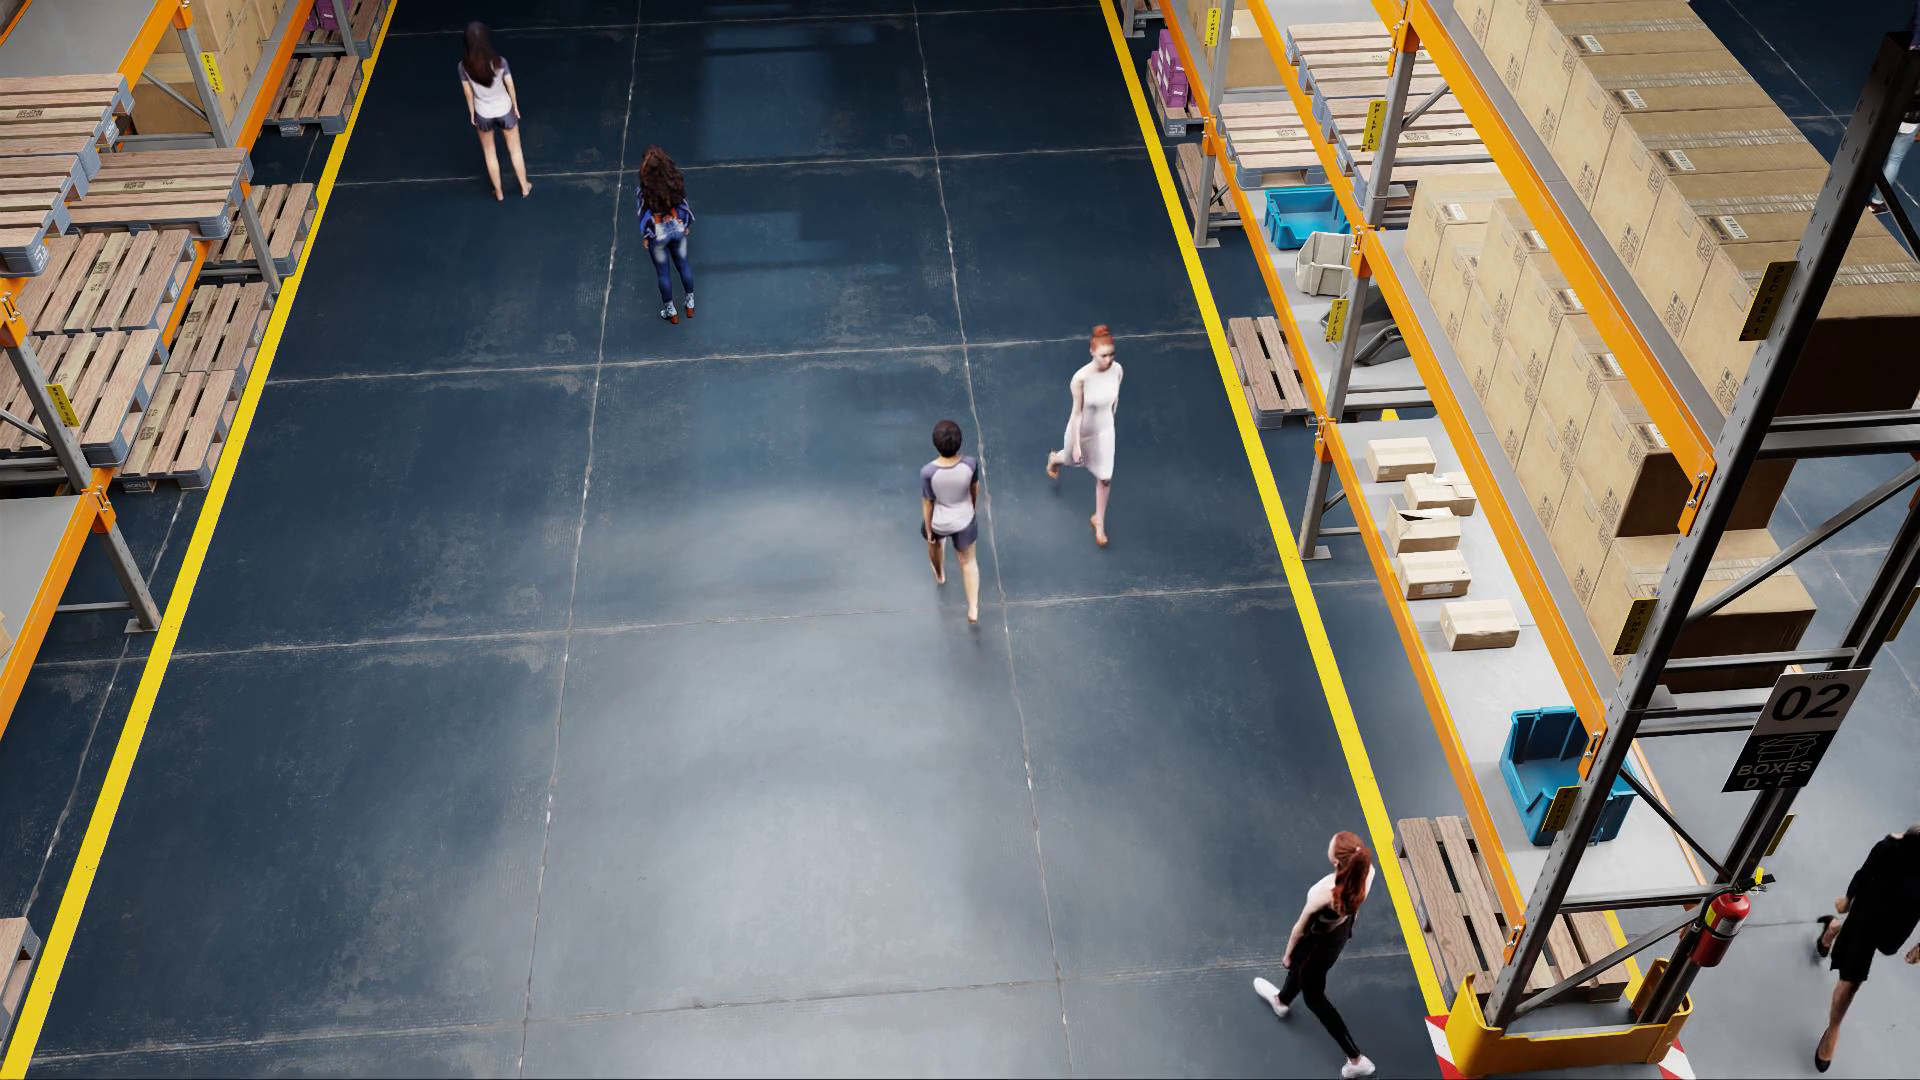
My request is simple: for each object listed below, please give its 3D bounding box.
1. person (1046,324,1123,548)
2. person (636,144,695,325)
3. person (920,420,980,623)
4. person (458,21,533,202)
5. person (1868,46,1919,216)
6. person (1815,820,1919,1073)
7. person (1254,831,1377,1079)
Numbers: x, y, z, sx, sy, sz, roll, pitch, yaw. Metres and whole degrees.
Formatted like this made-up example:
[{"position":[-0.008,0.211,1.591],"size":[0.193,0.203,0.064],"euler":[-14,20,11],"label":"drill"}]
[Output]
[{"position":[0.861,-0.790,11.648],"size":[0.773,1.760,1.153],"euler":[-14,45,-15],"label":"person"},{"position":[-2.397,-2.499,13.544],"size":[0.700,1.619,0.702],"euler":[-23,48,-23],"label":"person"},{"position":[-0.039,-0.104,11.090],"size":[0.607,1.537,0.999],"euler":[-7,44,-7],"label":"person"},{"position":[-4.178,-3.832,14.880],"size":[0.636,1.706,0.587],"euler":[-12,45,-12],"label":"person"},{"position":[8.294,-3.737,14.697],"size":[0.807,1.820,0.699],"euler":[-29,51,-27],"label":"person"},{"position":[4.862,1.954,8.815],"size":[0.906,1.694,1.248],"euler":[12,45,12],"label":"person"},{"position":[1.929,2.149,8.592],"size":[0.973,1.719,1.159],"euler":[-27,50,-26],"label":"person"}]
